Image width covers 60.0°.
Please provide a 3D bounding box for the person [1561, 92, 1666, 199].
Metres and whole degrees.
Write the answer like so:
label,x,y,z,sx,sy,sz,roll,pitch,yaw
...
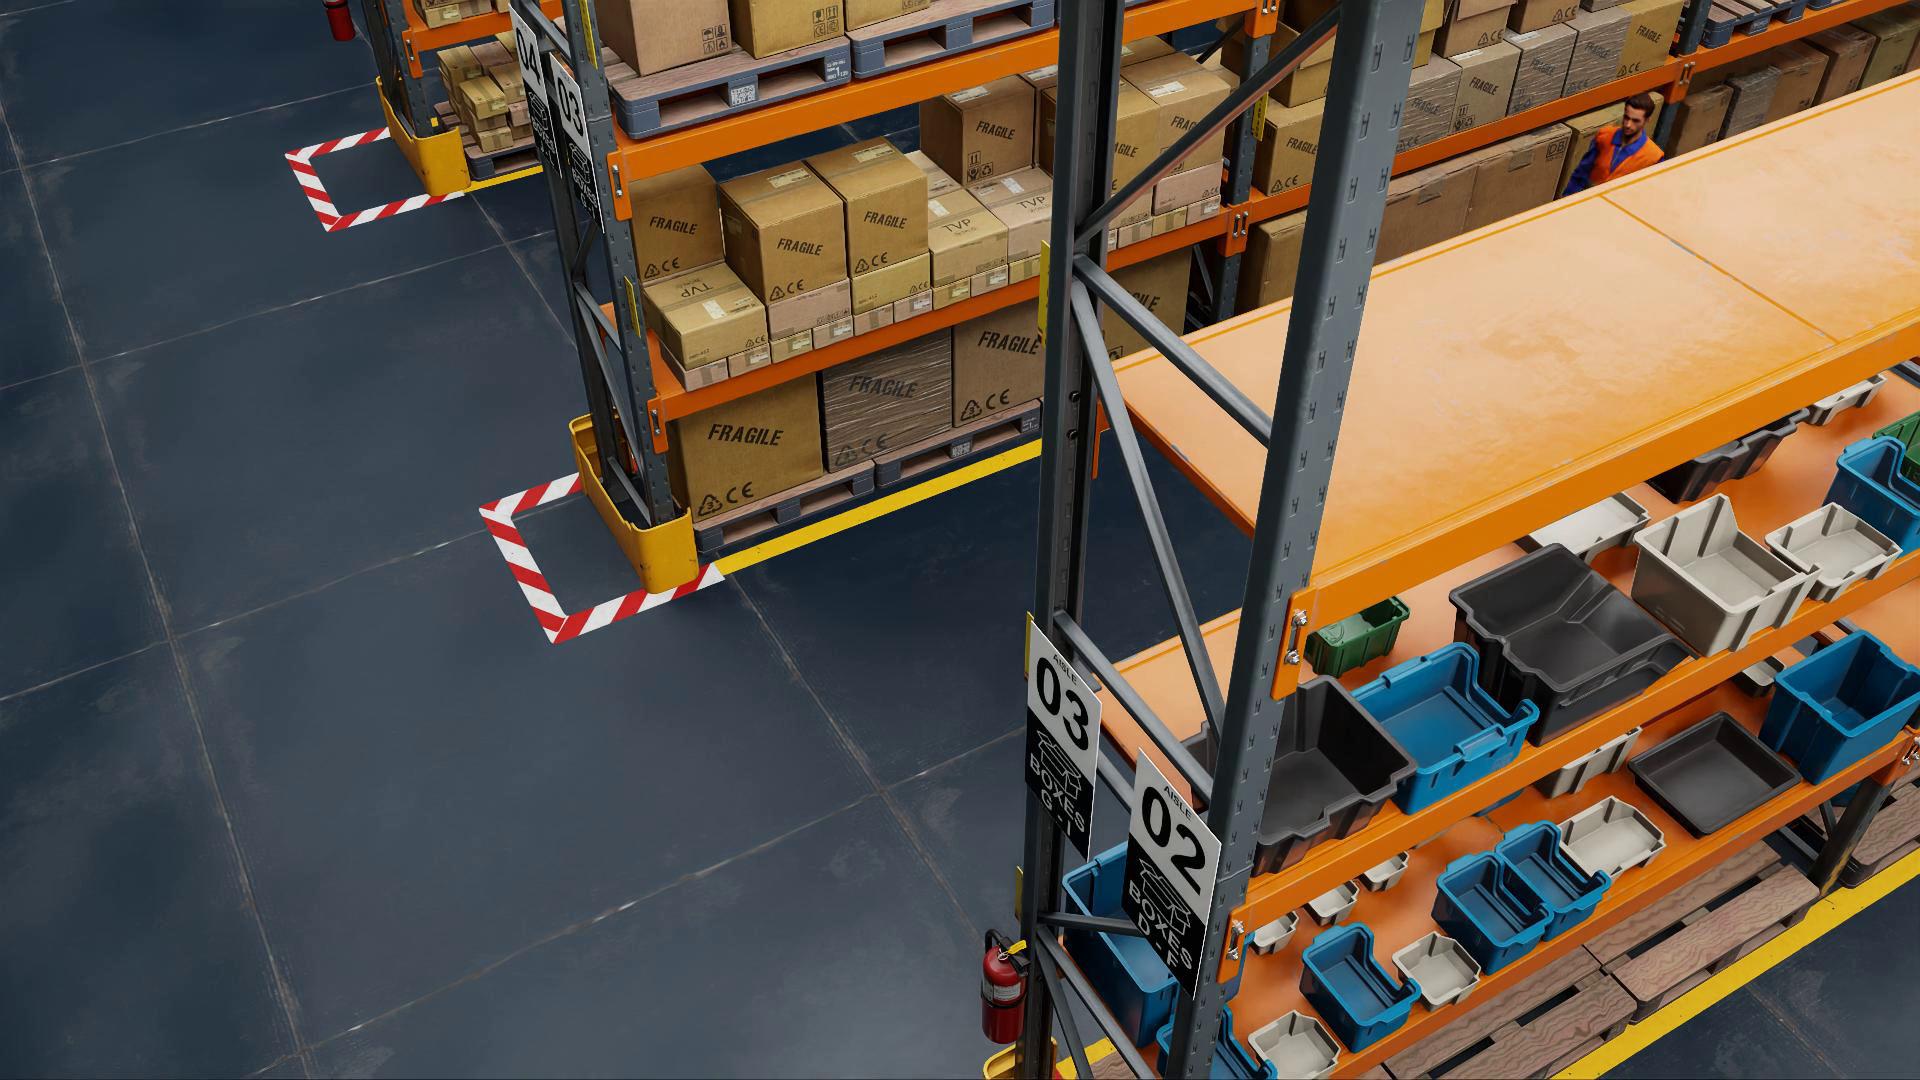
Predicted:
label,x,y,z,sx,sy,sz,roll,pitch,yaw
person,4.334,-2.155,11.089,1.226,1.815,0.864,-30,51,-28
